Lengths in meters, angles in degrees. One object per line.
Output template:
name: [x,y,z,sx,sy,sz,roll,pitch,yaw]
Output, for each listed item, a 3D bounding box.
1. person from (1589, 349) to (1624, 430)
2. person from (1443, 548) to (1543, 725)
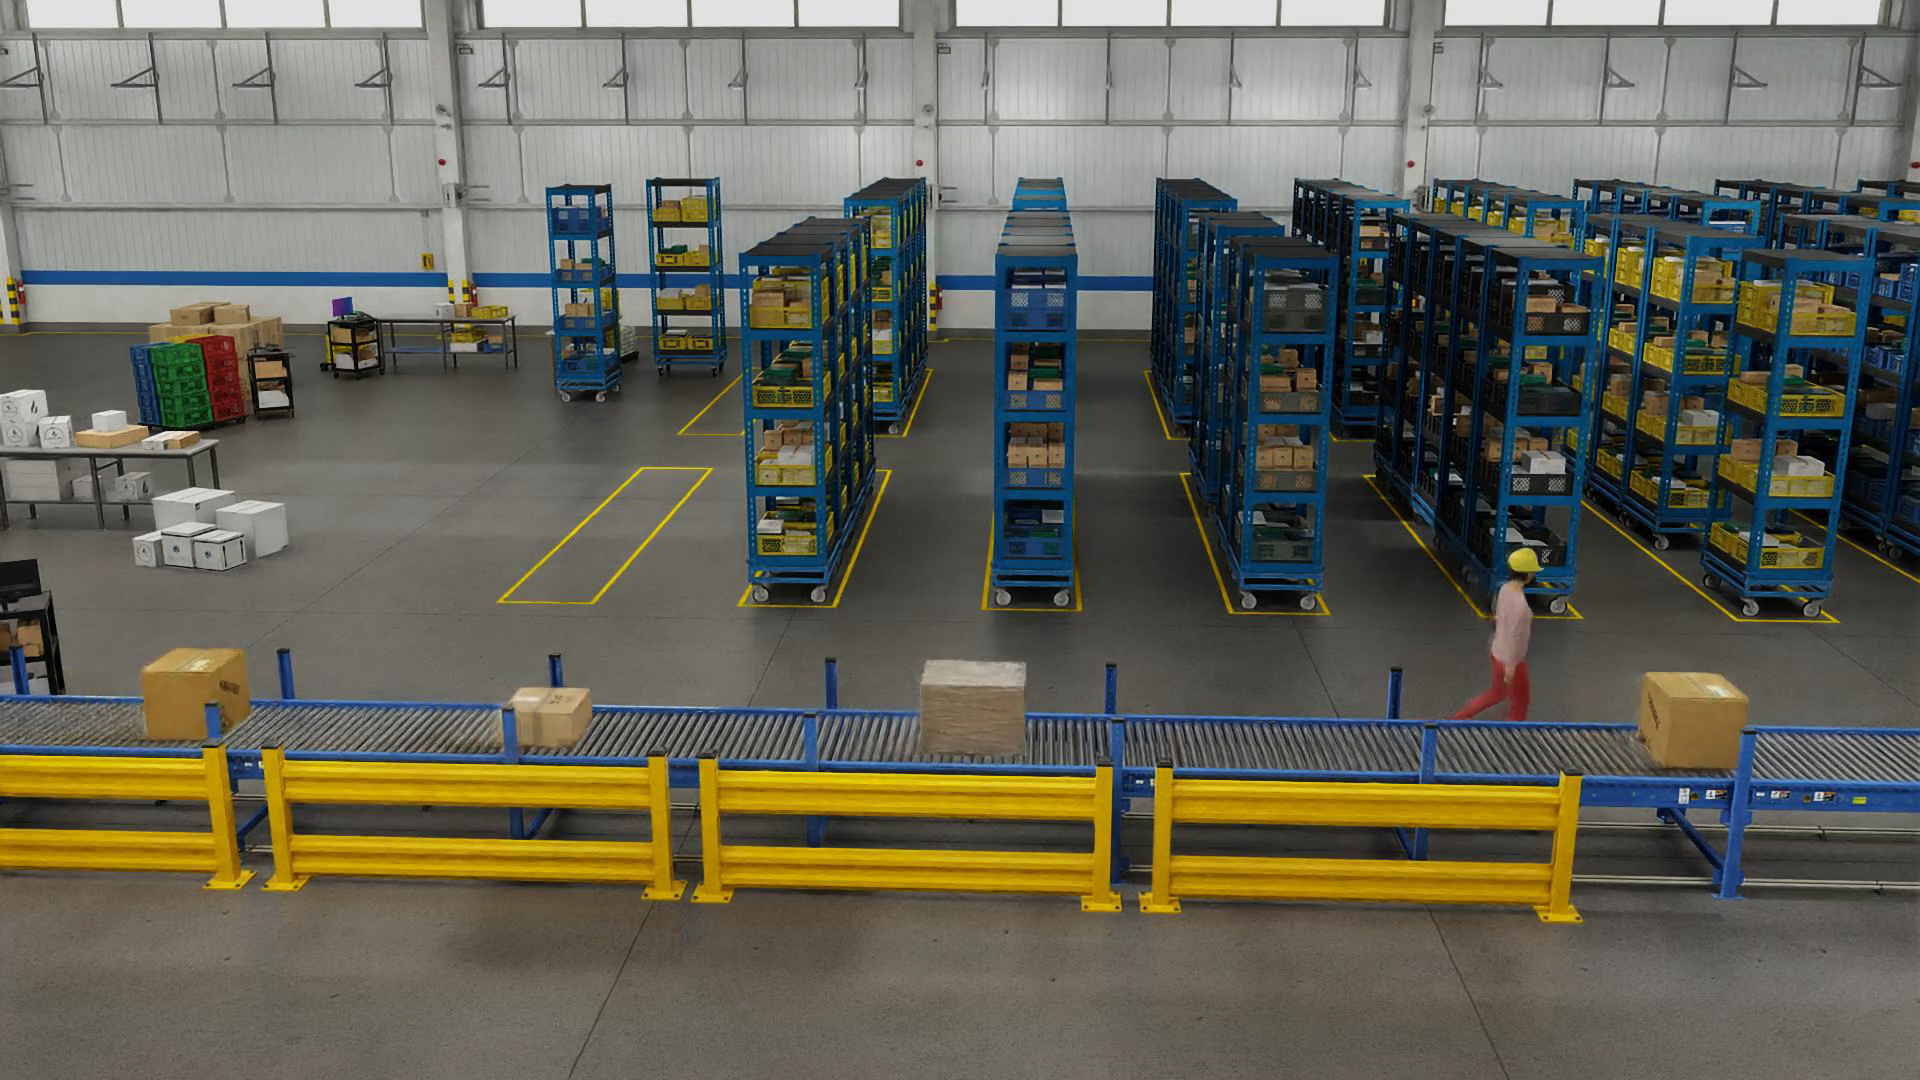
person: [9.921,-2.605,25.469,0.606,1.978,0.474,5,16,17]
person: [4.208,0.891,12.917,0.735,1.743,0.527,1,15,3]
